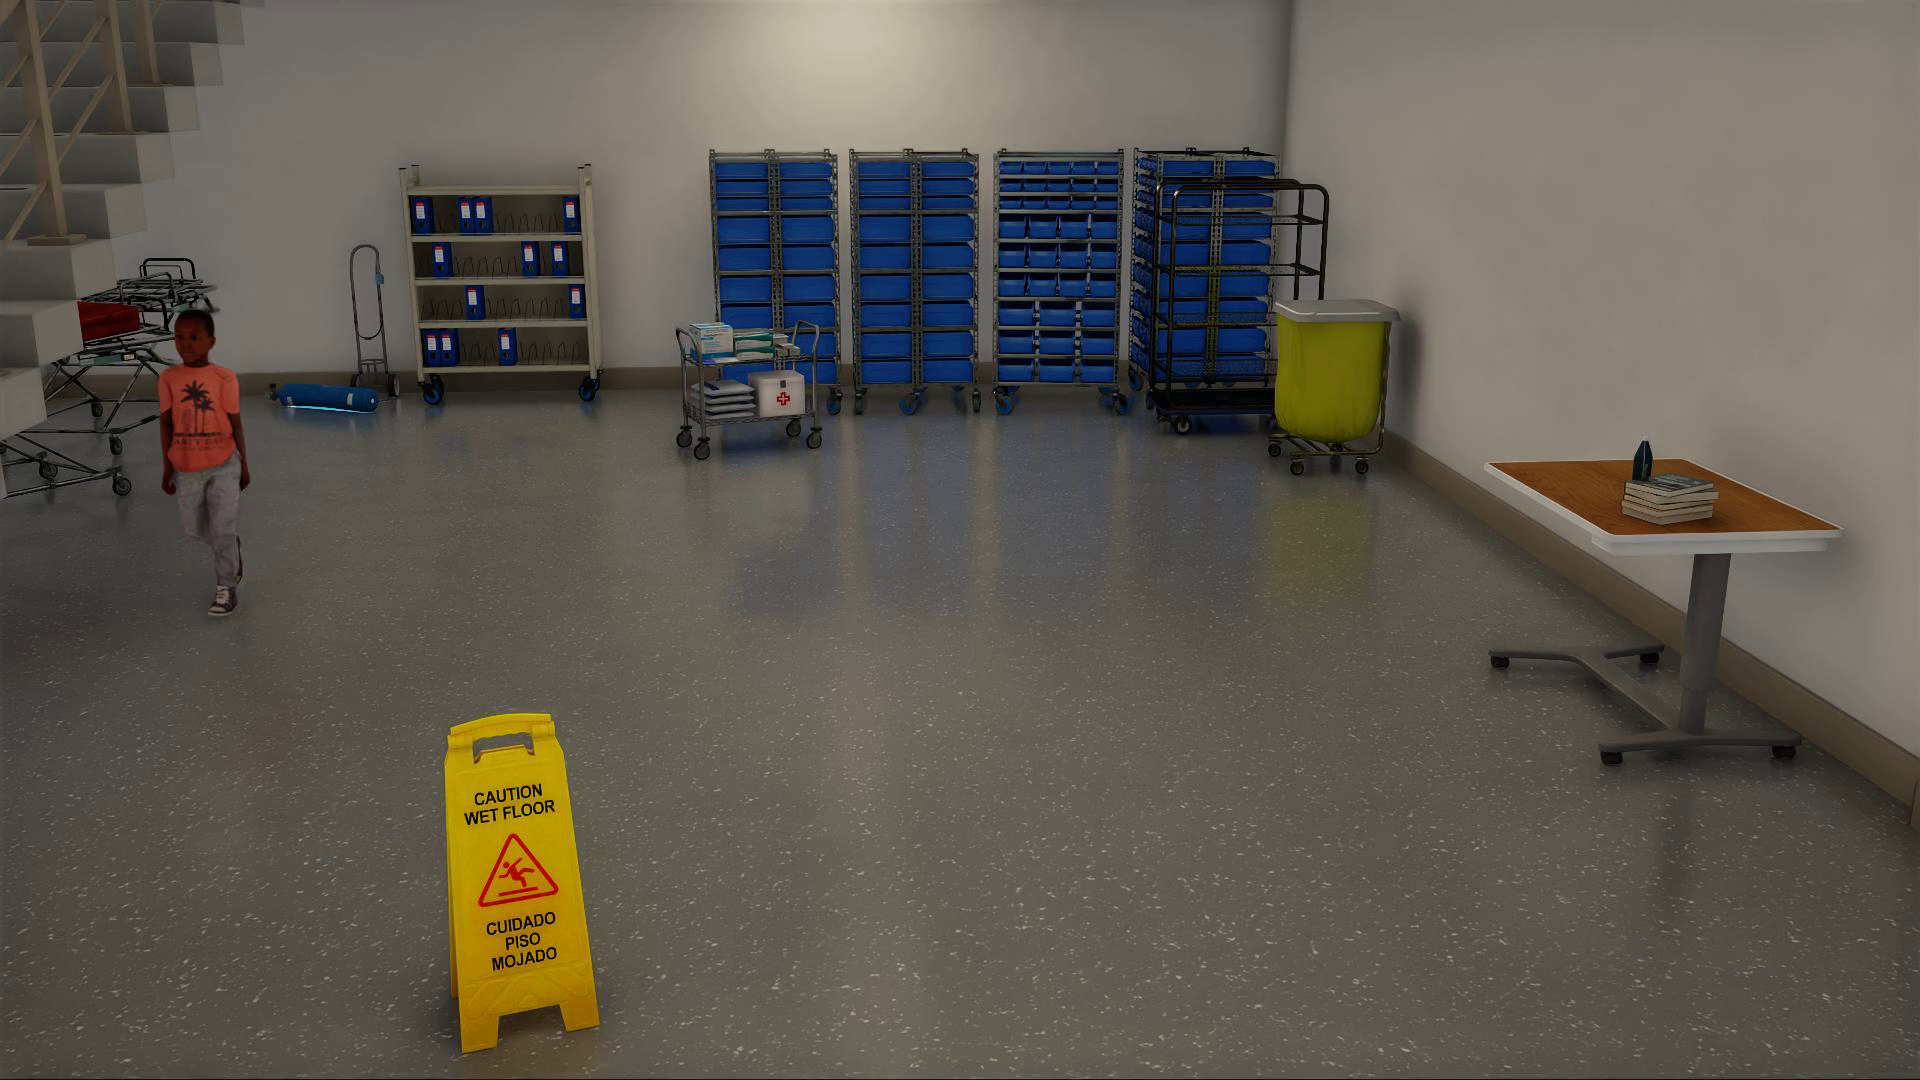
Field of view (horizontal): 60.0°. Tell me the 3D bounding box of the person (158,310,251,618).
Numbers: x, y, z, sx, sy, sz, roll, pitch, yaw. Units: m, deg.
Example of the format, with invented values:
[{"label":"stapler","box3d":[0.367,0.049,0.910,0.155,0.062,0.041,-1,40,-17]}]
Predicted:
[{"label":"person","box3d":[-3.244,-0.345,7.192,0.468,1.294,0.797,-2,16,-6]}]
